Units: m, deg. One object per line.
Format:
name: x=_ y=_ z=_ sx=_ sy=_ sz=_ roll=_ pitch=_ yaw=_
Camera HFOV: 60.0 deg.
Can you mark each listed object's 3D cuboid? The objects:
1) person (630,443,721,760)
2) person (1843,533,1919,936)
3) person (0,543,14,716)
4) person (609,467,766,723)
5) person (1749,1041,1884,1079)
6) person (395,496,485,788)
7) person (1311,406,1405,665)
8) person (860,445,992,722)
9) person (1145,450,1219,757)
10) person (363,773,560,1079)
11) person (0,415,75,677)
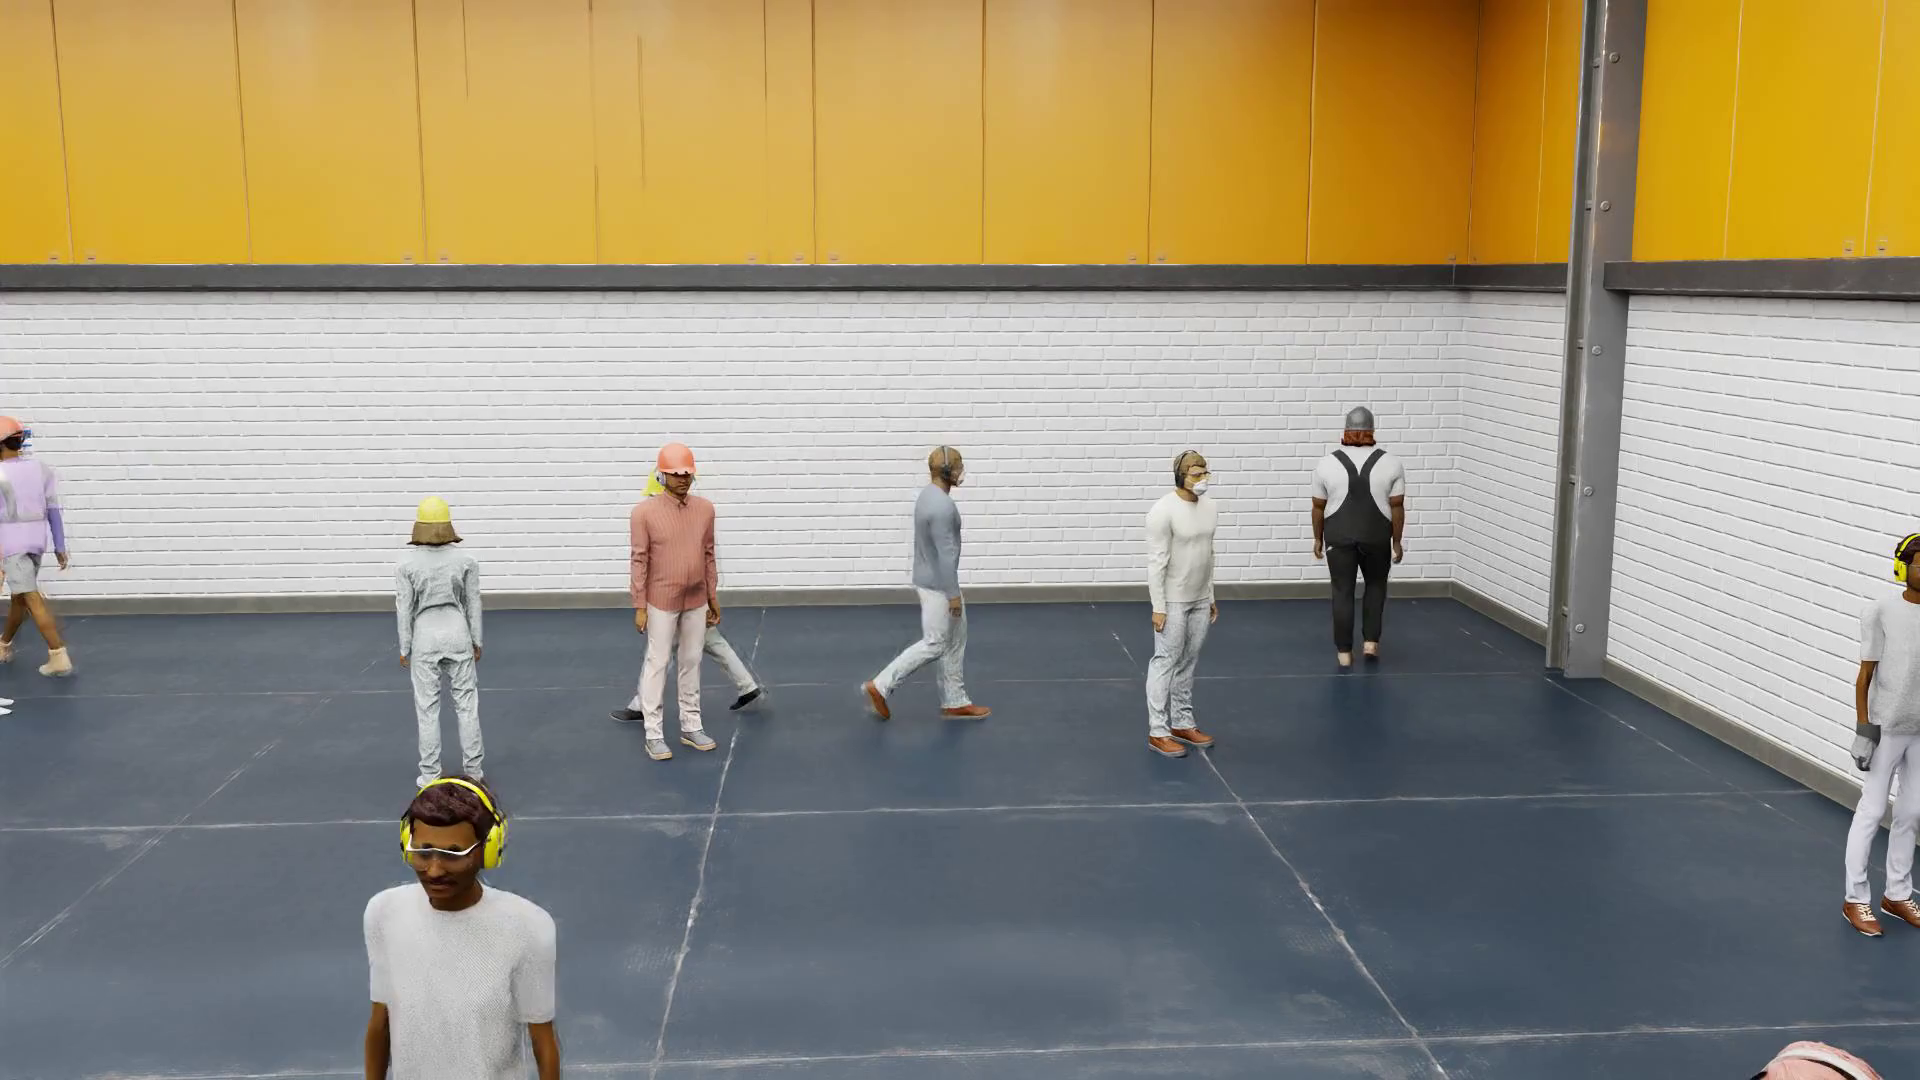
person: x=-1.779 y=0.377 z=10.495 sx=0.623 sy=1.992 sz=0.397 roll=-8 pitch=12 yaw=-41
person: x=4.364 y=0.889 z=7.672 sx=0.509 sy=1.872 sz=0.329 roll=-2 pitch=9 yaw=-10
person: x=-6.765 y=0.395 z=11.502 sx=0.313 sy=1.636 sz=0.517 roll=-4 pitch=10 yaw=-24
person: x=-1.837 y=0.367 z=11.293 sx=1.027 sy=1.772 sz=0.594 roll=0 pitch=9 yaw=-1
person: x=1.254 y=1.684 z=2.580 sx=0.638 sy=1.904 sz=0.402 roll=4 pitch=10 yaw=22
person: x=-3.072 y=0.608 z=9.837 sx=0.492 sy=1.740 sz=0.324 roll=-4 pitch=10 yaw=-26
person: x=3.101 y=-0.046 z=13.002 sx=0.712 sy=2.000 sz=0.582 roll=2 pitch=9 yaw=14
person: x=-0.230 y=0.311 z=11.190 sx=0.834 sy=1.913 sz=0.635 roll=-1 pitch=9 yaw=-3
person: x=1.424 y=0.390 z=10.586 sx=0.629 sy=1.939 sz=0.374 roll=-9 pitch=13 yaw=-44
person: x=-1.226 y=1.461 z=4.116 sx=0.550 sy=1.854 sz=0.584 roll=2 pitch=9 yaw=11
person: x=-7.193 y=0.045 z=12.625 sx=1.121 sy=1.975 sz=0.634 roll=3 pitch=10 yaw=19
